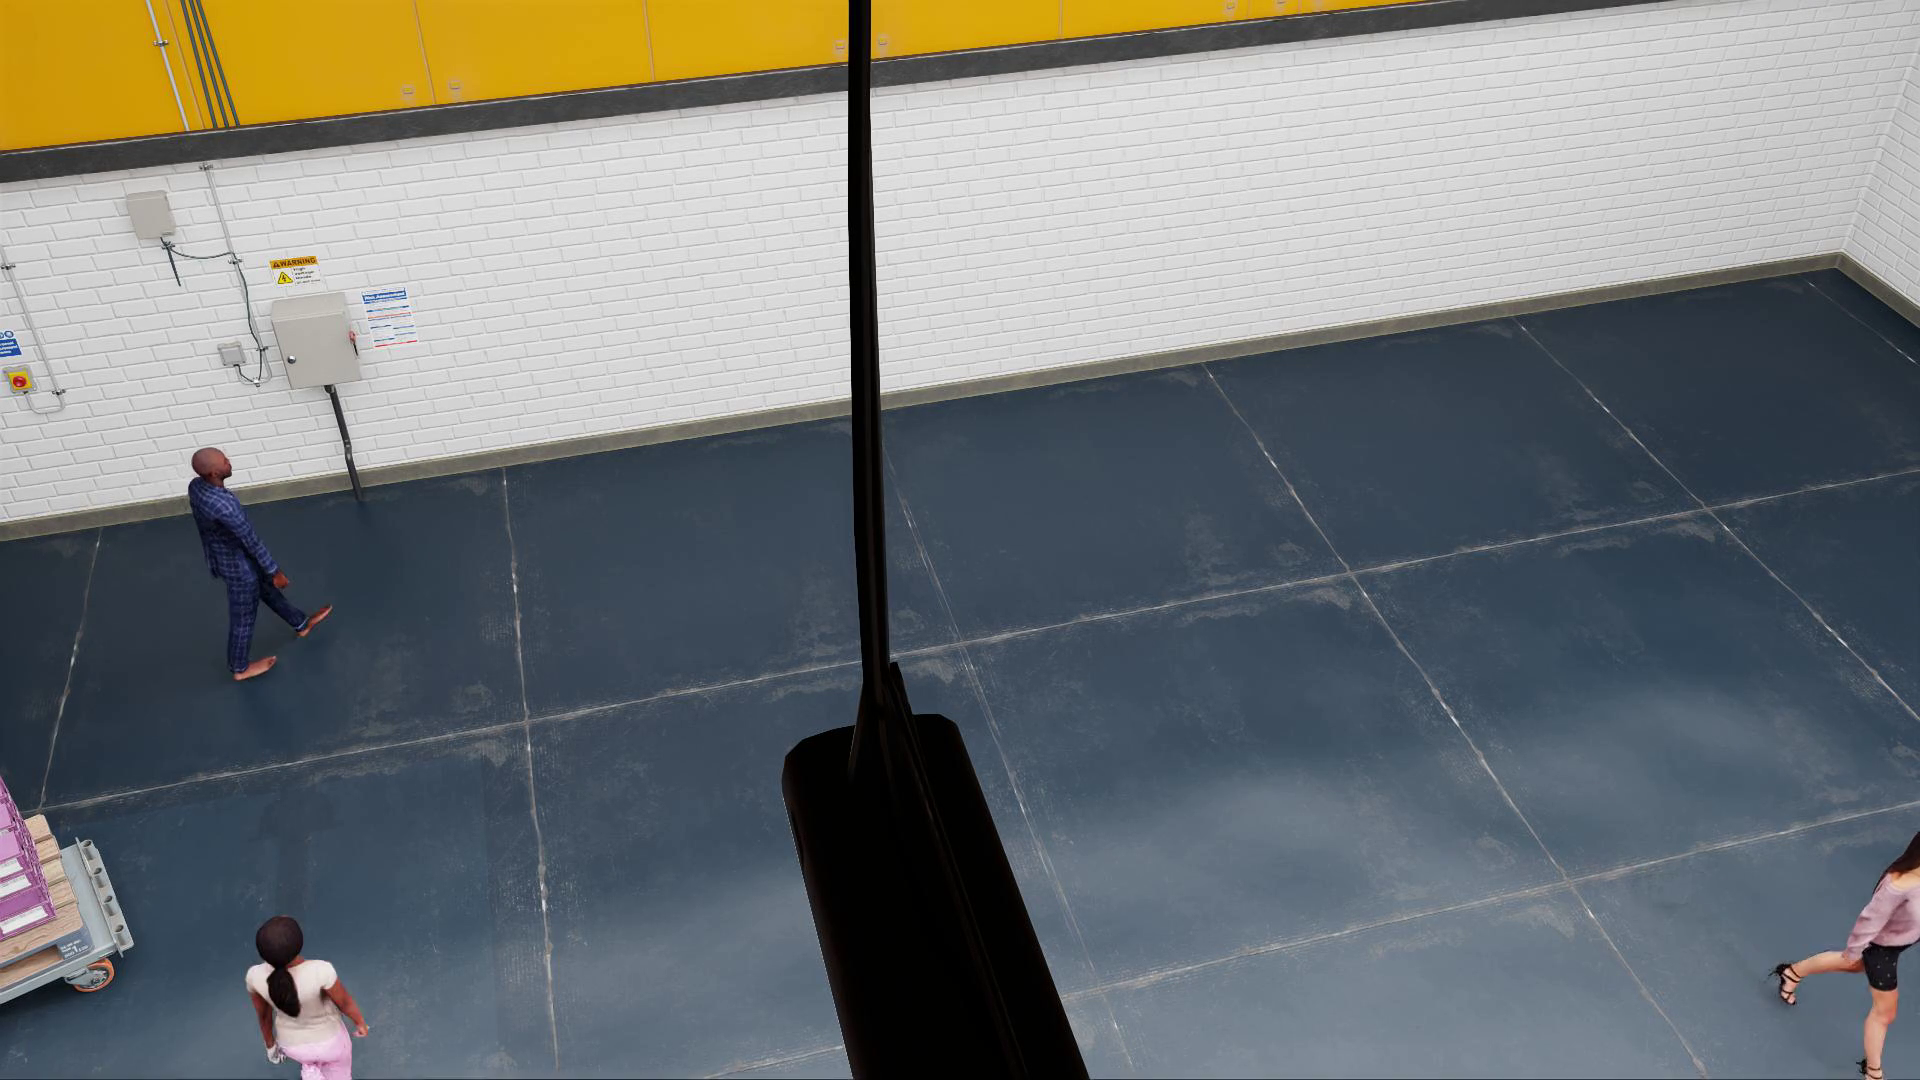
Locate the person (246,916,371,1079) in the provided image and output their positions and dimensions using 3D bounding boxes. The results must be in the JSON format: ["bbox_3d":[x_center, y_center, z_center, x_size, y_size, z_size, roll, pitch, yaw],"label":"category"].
[{"bbox_3d":[-3.141,2.492,8.031,0.665,1.730,0.689,-3,39,-3],"label":"person"}]

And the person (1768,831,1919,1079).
[{"bbox_3d":[4.697,2.028,8.580,0.768,1.770,1.129,-16,41,-19],"label":"person"}]

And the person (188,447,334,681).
[{"bbox_3d":[-4.794,0.200,10.860,1.063,1.782,1.109,-32,48,-34],"label":"person"}]
